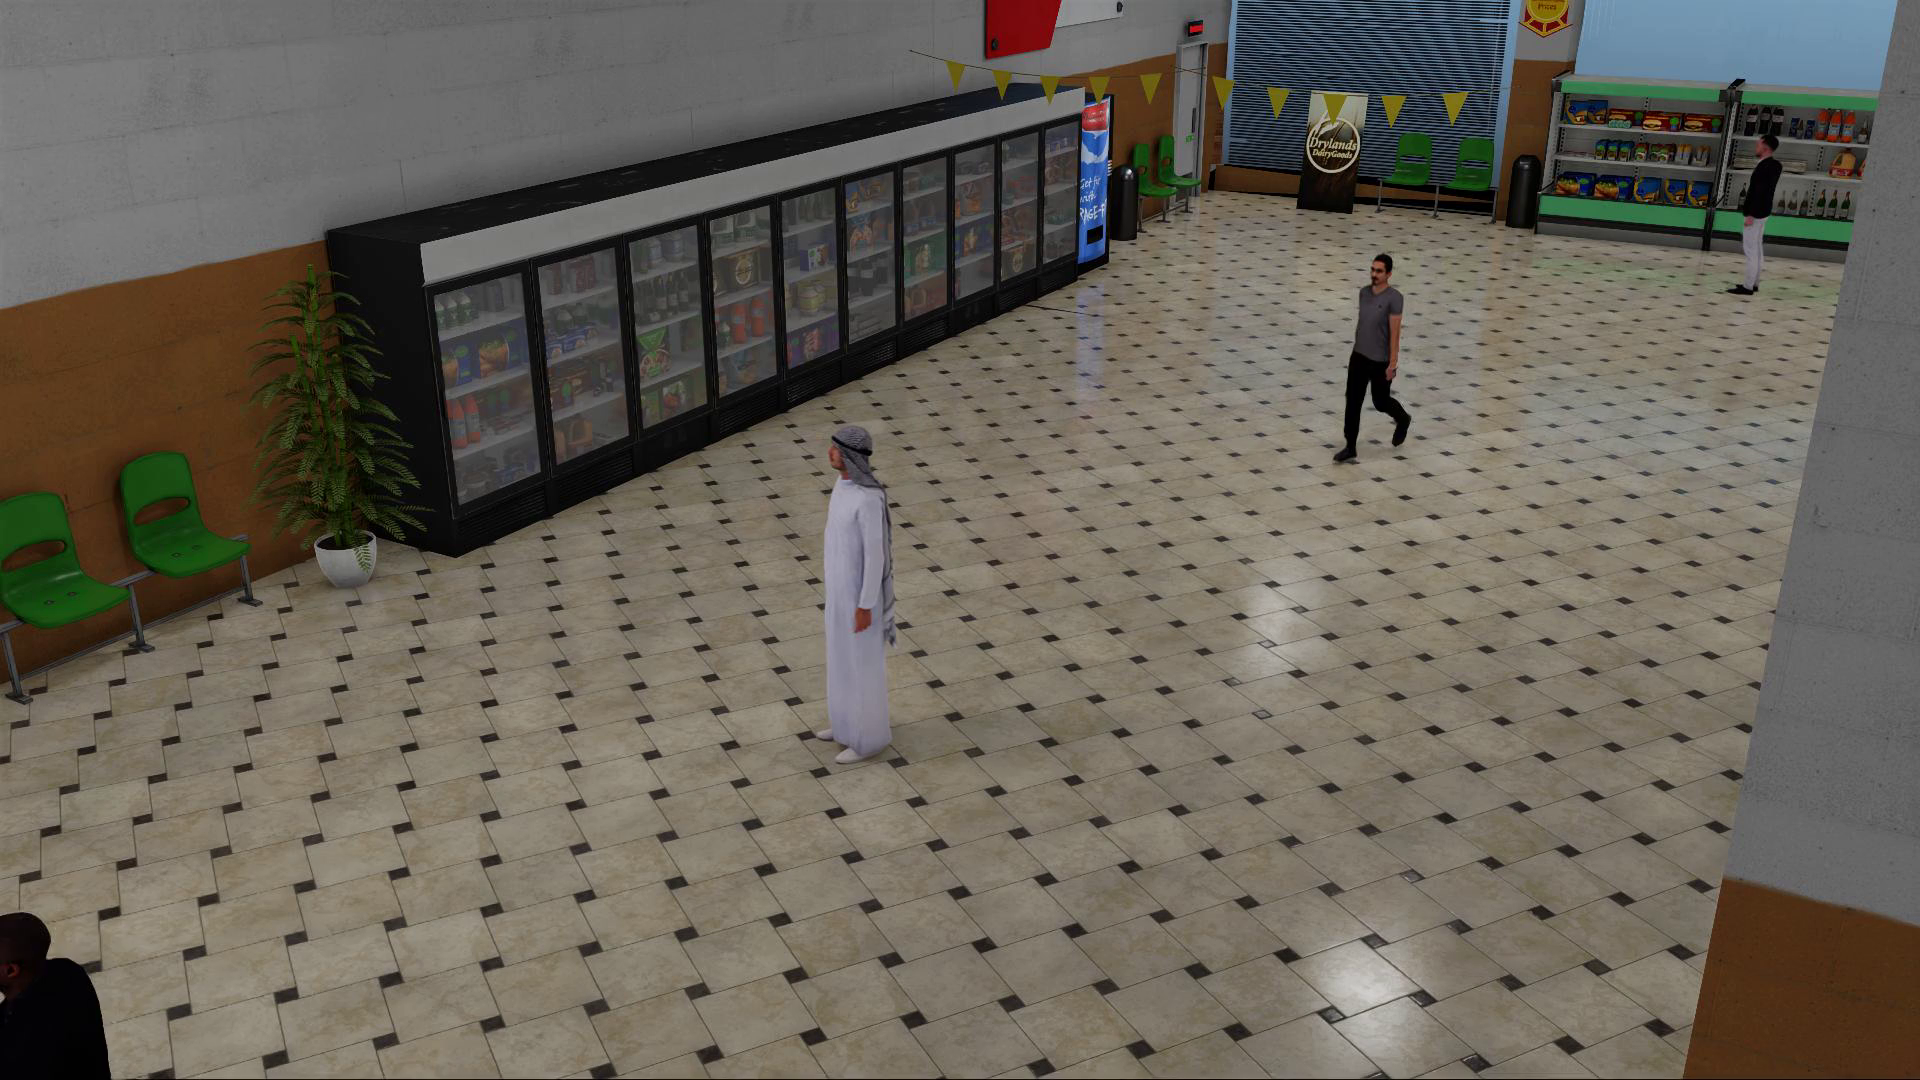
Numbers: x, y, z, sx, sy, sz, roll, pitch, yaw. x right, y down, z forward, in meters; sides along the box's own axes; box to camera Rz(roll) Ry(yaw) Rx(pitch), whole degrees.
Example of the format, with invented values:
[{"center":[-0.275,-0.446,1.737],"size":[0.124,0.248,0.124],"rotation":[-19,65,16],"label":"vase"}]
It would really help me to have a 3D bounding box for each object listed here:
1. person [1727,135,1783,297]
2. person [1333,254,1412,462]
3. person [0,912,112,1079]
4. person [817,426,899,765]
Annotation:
[{"center":[9.296,-3.785,19.365],"size":[0.618,1.841,0.707],"rotation":[20,29,40],"label":"person"},{"center":[3.504,-1.521,13.886],"size":[0.927,1.727,1.078],"rotation":[-17,27,-36],"label":"person"},{"center":[-2.658,1.953,5.177],"size":[1.157,1.773,1.198],"rotation":[-10,24,-23],"label":"person"},{"center":[-0.571,0.284,9.125],"size":[0.870,1.926,0.784],"rotation":[-9,24,-21],"label":"person"}]
